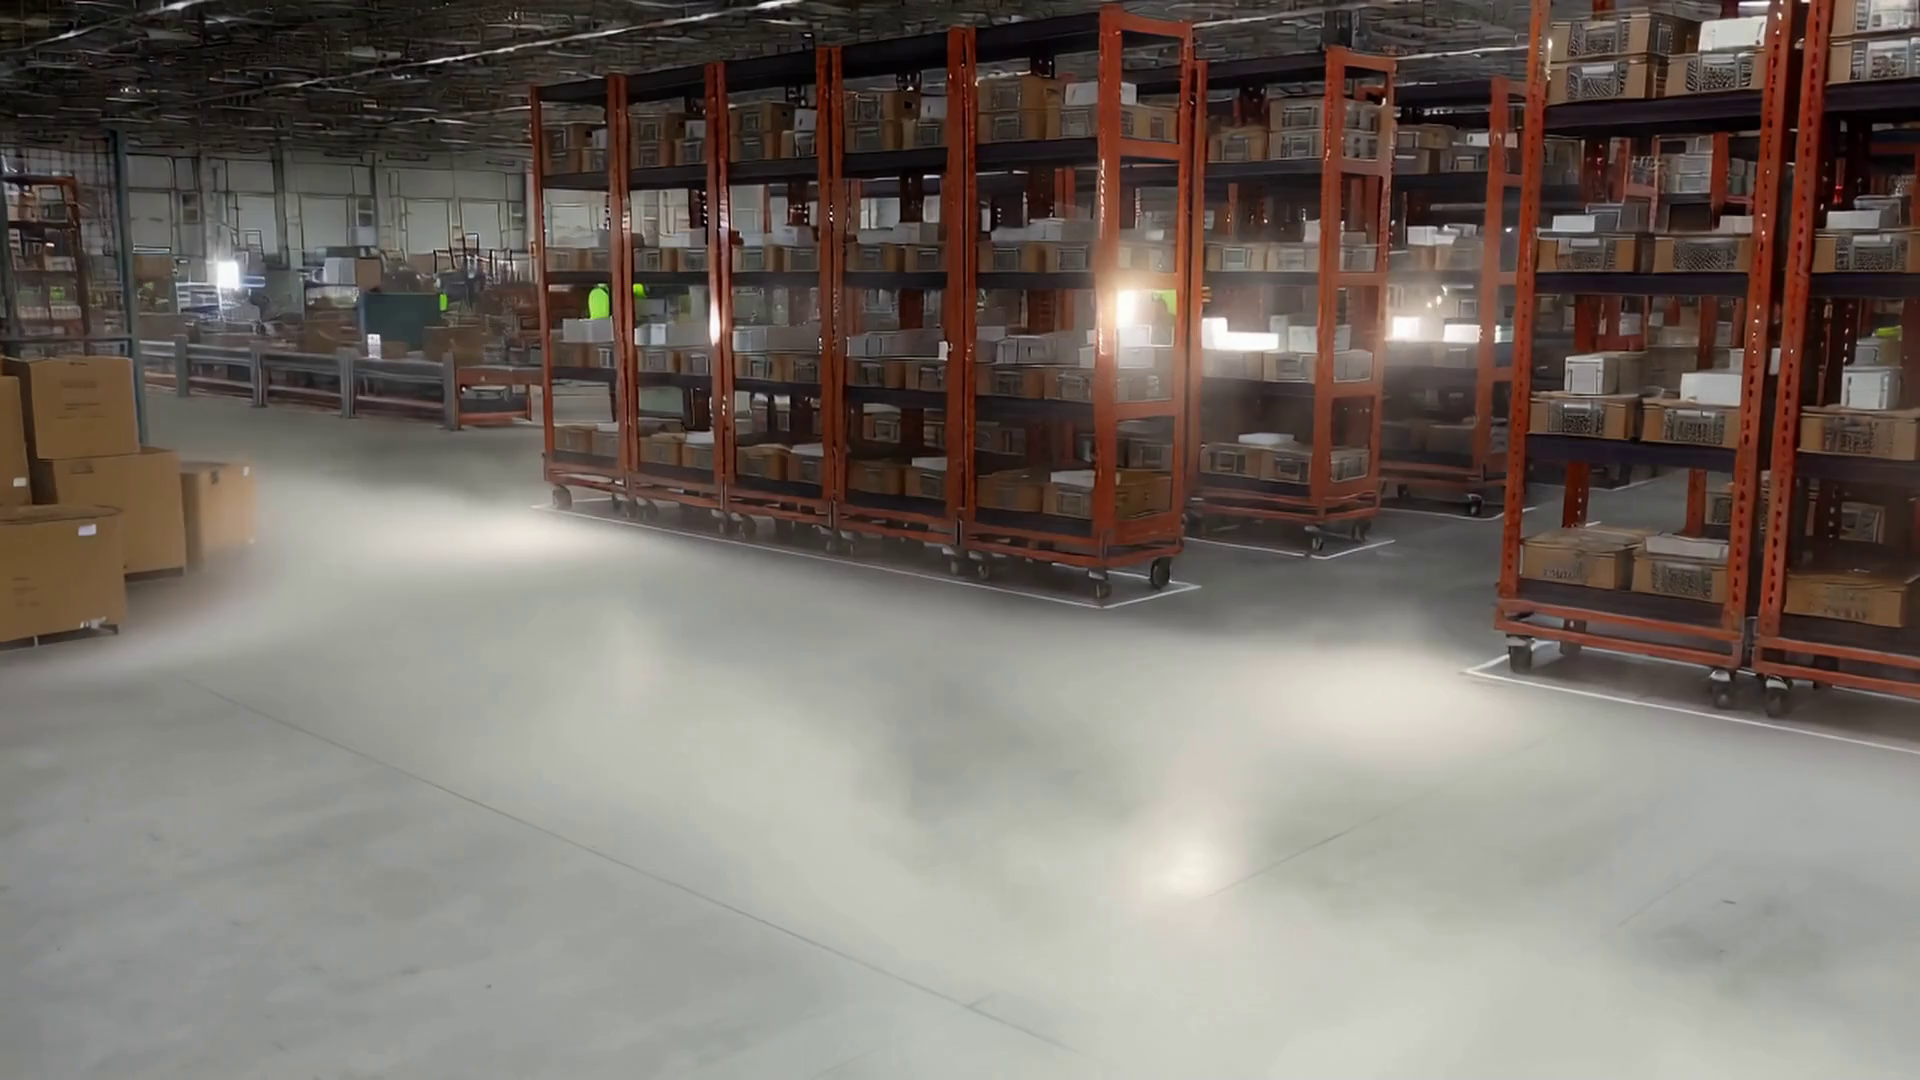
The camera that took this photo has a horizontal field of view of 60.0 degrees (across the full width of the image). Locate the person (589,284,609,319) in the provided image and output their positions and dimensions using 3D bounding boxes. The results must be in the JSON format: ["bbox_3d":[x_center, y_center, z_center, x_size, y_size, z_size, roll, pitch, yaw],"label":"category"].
[{"bbox_3d":[-7.079,-4.239,32.927,0.400,1.905,0.643,-7,11,-36],"label":"person"}]

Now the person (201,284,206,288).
[{"bbox_3d":[-39.516,-13.026,87.026,0.495,1.828,0.650,-2,9,-12],"label":"person"}]

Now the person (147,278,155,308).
[{"bbox_3d":[-39.909,-12.176,81.840,0.519,1.823,0.968,5,10,27],"label":"person"}]

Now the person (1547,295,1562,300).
[{"bbox_3d":[12.607,-4.535,35.175,0.523,1.753,0.530,-7,11,-36],"label":"person"}]

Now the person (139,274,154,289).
[{"bbox_3d":[-34.913,-10.480,71.291,0.718,1.865,0.565,-1,9,-8],"label":"person"}]

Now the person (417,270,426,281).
[{"bbox_3d":[-28.292,-13.210,87.506,0.540,2.000,0.705,-5,10,-27],"label":"person"}]

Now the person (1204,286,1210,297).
[{"bbox_3d":[8.198,-7.632,54.555,0.501,1.631,0.287,6,11,34],"label":"person"}]

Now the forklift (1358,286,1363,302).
[{"bbox_3d":[11.100,-7.017,46.970,1.873,2.768,1.129,9,13,43],"label":"forklift"}]

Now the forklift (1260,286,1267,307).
[{"bbox_3d":[11.062,-9.073,59.574,1.873,2.768,1.129,9,13,43],"label":"forklift"}]

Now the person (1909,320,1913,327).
[{"bbox_3d":[12.291,-2.394,21.330,0.382,1.994,0.622,5,10,28],"label":"person"}]

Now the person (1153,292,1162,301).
[{"bbox_3d":[6.357,-7.453,53.451,0.264,1.632,0.507,-3,10,-20],"label":"person"}]

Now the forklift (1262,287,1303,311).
[{"bbox_3d":[10.769,-8.203,54.240,1.129,2.768,1.873,8,12,42],"label":"forklift"}]

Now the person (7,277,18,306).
[{"bbox_3d":[-44.977,-11.786,79.175,0.631,1.898,0.991,8,12,40],"label":"person"}]

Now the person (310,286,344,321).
[{"bbox_3d":[-12.413,-4.262,32.637,0.608,2.045,0.391,-5,10,-27],"label":"person"}]

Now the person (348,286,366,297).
[{"bbox_3d":[-18.839,-7.355,52.035,0.544,1.906,0.902,-1,9,-7],"label":"person"}]

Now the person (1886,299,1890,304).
[{"bbox_3d":[26.625,-6.559,47.608,0.333,1.758,0.531,9,13,44],"label":"person"}]

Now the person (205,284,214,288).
[{"bbox_3d":[-28.752,-9.165,63.777,0.956,1.690,0.500,2,9,9],"label":"person"}]
